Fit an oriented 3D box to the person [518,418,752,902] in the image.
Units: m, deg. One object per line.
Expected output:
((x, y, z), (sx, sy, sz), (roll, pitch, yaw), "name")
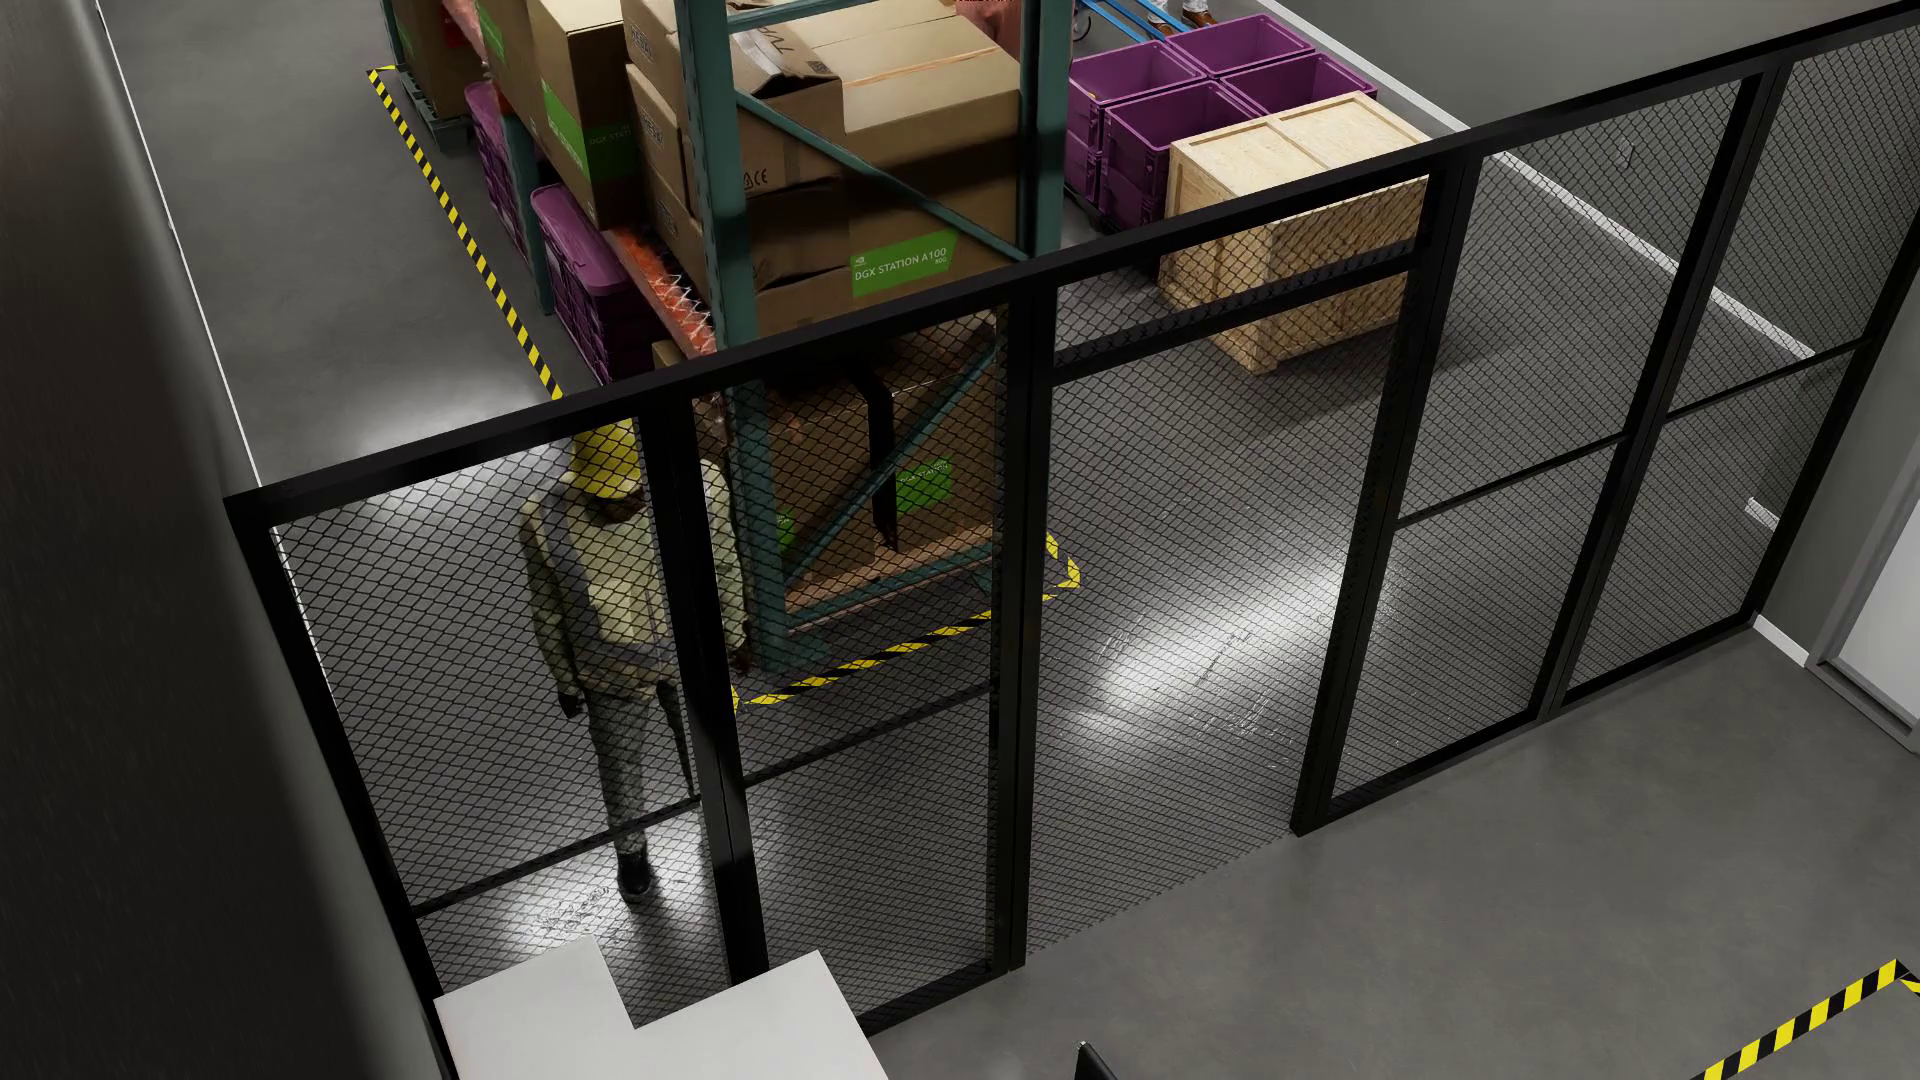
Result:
((-0.873, 0.313, 4.686), (0.587, 1.826, 0.404), (-15, 45, -16), "person")

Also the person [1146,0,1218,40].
((1.271, -3.627, 8.914), (0.630, 1.940, 0.372), (-22, 47, -22), "person")

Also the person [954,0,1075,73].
((0.205, -1.812, 6.885), (0.613, 1.995, 0.386), (-30, 50, -29), "person")
